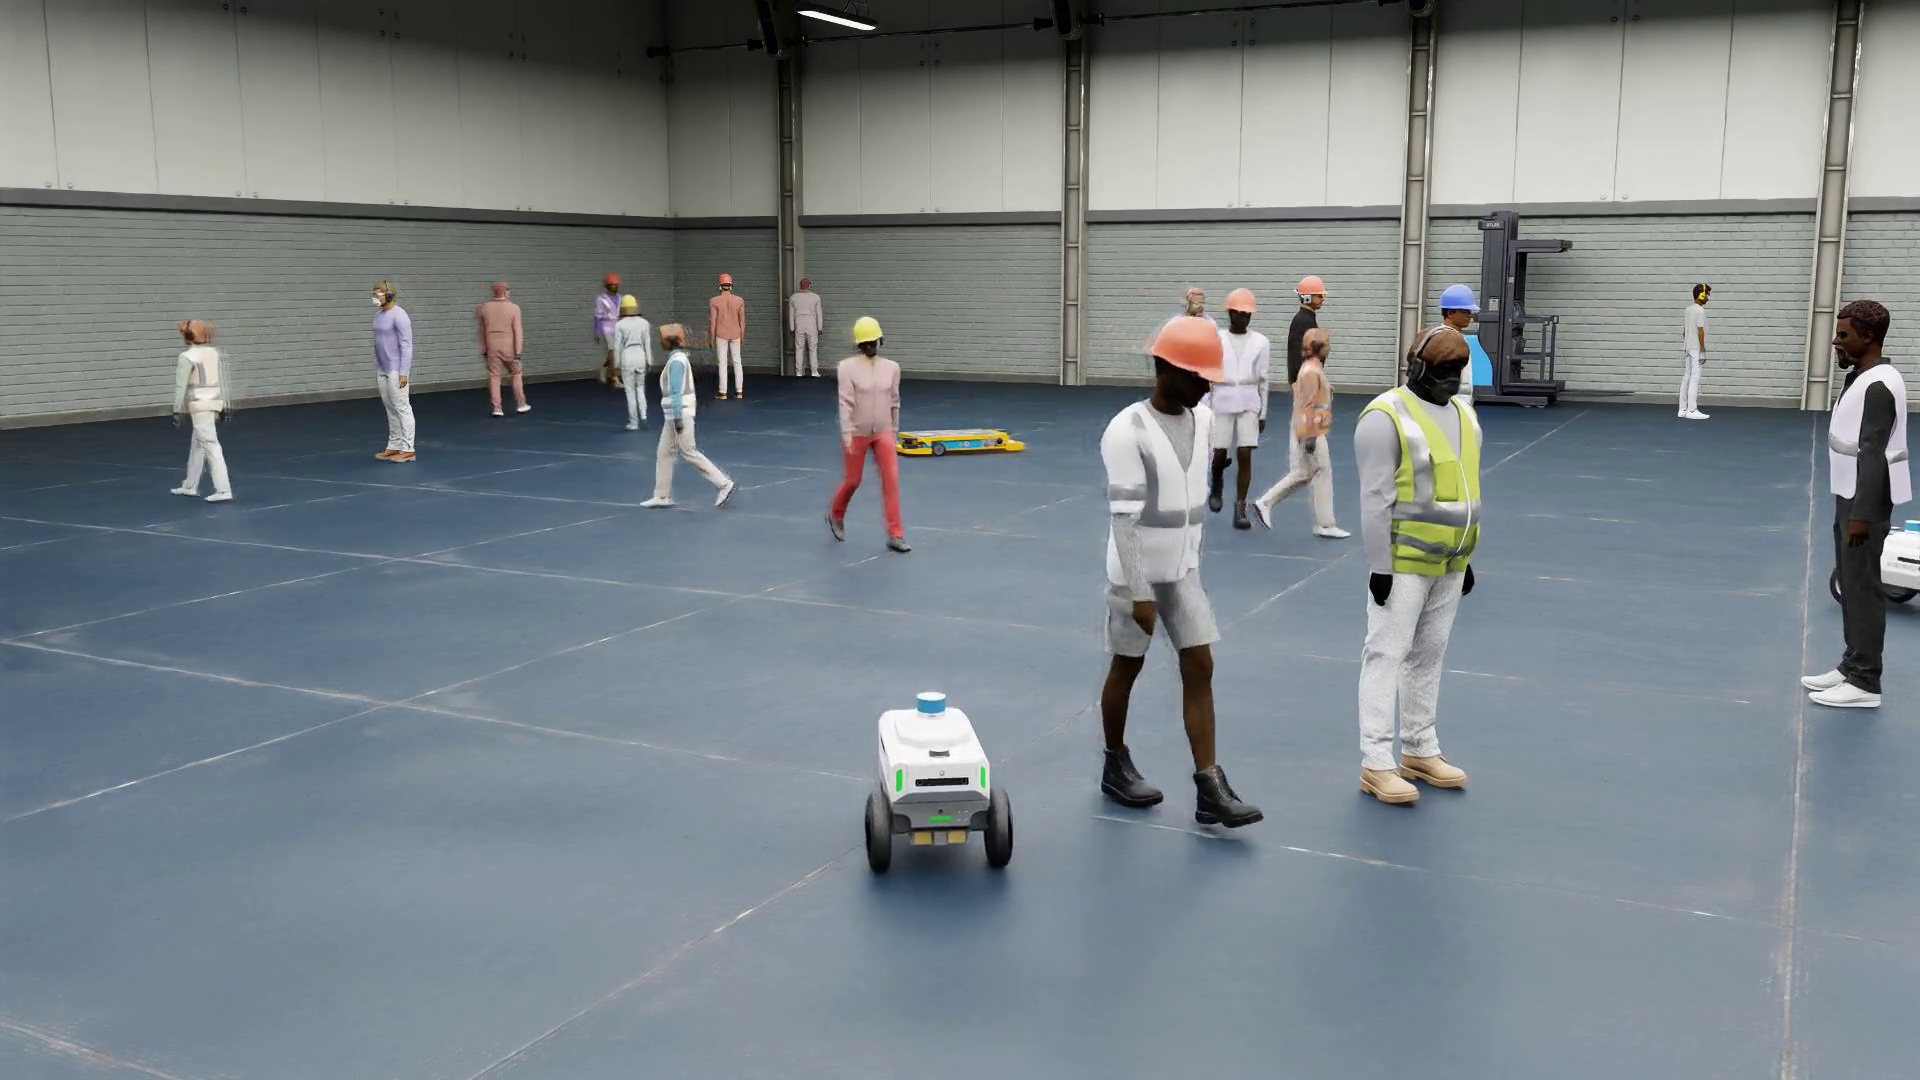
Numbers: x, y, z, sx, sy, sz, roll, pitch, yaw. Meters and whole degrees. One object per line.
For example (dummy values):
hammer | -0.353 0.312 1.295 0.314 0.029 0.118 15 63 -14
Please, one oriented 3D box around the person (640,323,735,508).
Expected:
person | -2.367 -1.074 14.393 0.774 1.607 0.521 -2 9 -11

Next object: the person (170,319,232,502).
person | -6.816 -1.139 14.728 0.745 1.606 0.546 1 9 6

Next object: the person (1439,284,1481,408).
person | 3.562 -0.883 12.147 0.406 1.946 0.608 6 11 32

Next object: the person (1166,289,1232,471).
person | 2.402 -1.623 16.982 0.677 1.852 0.979 -4 10 -21

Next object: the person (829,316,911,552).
person | -0.706 -0.803 12.347 0.524 1.722 0.783 -5 10 -26

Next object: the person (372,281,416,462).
person | -6.113 -1.815 17.923 0.356 1.938 0.633 -9 13 -44

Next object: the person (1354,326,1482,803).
person | 1.813 0.087 6.521 0.621 1.837 0.430 -7 11 -36

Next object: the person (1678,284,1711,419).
person | 10.277 -2.635 23.215 0.329 1.865 0.512 0 9 -2

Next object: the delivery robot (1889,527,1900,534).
delivery robot | 6.137 -0.063 10.417 0.698 0.223 0.335 8 12 39

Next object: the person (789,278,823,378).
person | -2.956 -4.078 31.981 0.651 1.906 0.409 1 9 5

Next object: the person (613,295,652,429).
person | -4.258 -2.303 21.557 0.511 1.726 0.374 -7 11 -36

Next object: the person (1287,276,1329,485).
person | 3.358 -1.551 16.120 0.381 1.994 0.622 2 9 14

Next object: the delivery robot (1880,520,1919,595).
delivery robot | 5.757 0.125 10.056 0.477 0.478 0.707 -4 10 -23

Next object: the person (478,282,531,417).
person | -6.456 -2.703 23.592 0.663 1.870 0.899 1 9 4

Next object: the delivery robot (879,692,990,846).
delivery robot | -0.102 0.790 5.957 0.477 0.478 0.707 -1 9 -7

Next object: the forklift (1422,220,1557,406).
forklift | 8.245 -3.527 25.720 1.873 2.768 1.129 5 10 27

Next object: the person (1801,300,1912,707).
person | 4.299 -0.177 7.913 0.377 1.914 0.589 3 10 19

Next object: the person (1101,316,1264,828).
person | 0.793 0.128 6.118 0.565 1.874 0.893 -7 11 -35

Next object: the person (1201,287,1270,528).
person | 2.214 -1.076 13.429 0.559 1.917 0.613 0 9 1

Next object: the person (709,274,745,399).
person | -3.746 -3.266 26.700 0.613 1.995 0.390 -5 10 -27

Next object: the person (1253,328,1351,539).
person | 2.660 -0.831 12.857 0.683 1.620 0.521 1 9 8

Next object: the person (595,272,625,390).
person | -6.099 -3.645 28.968 0.755 2.020 0.628 7 12 39

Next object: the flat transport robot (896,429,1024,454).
flat transport robot | -0.059 -1.126 18.933 1.431 0.197 0.652 -4 10 -22
